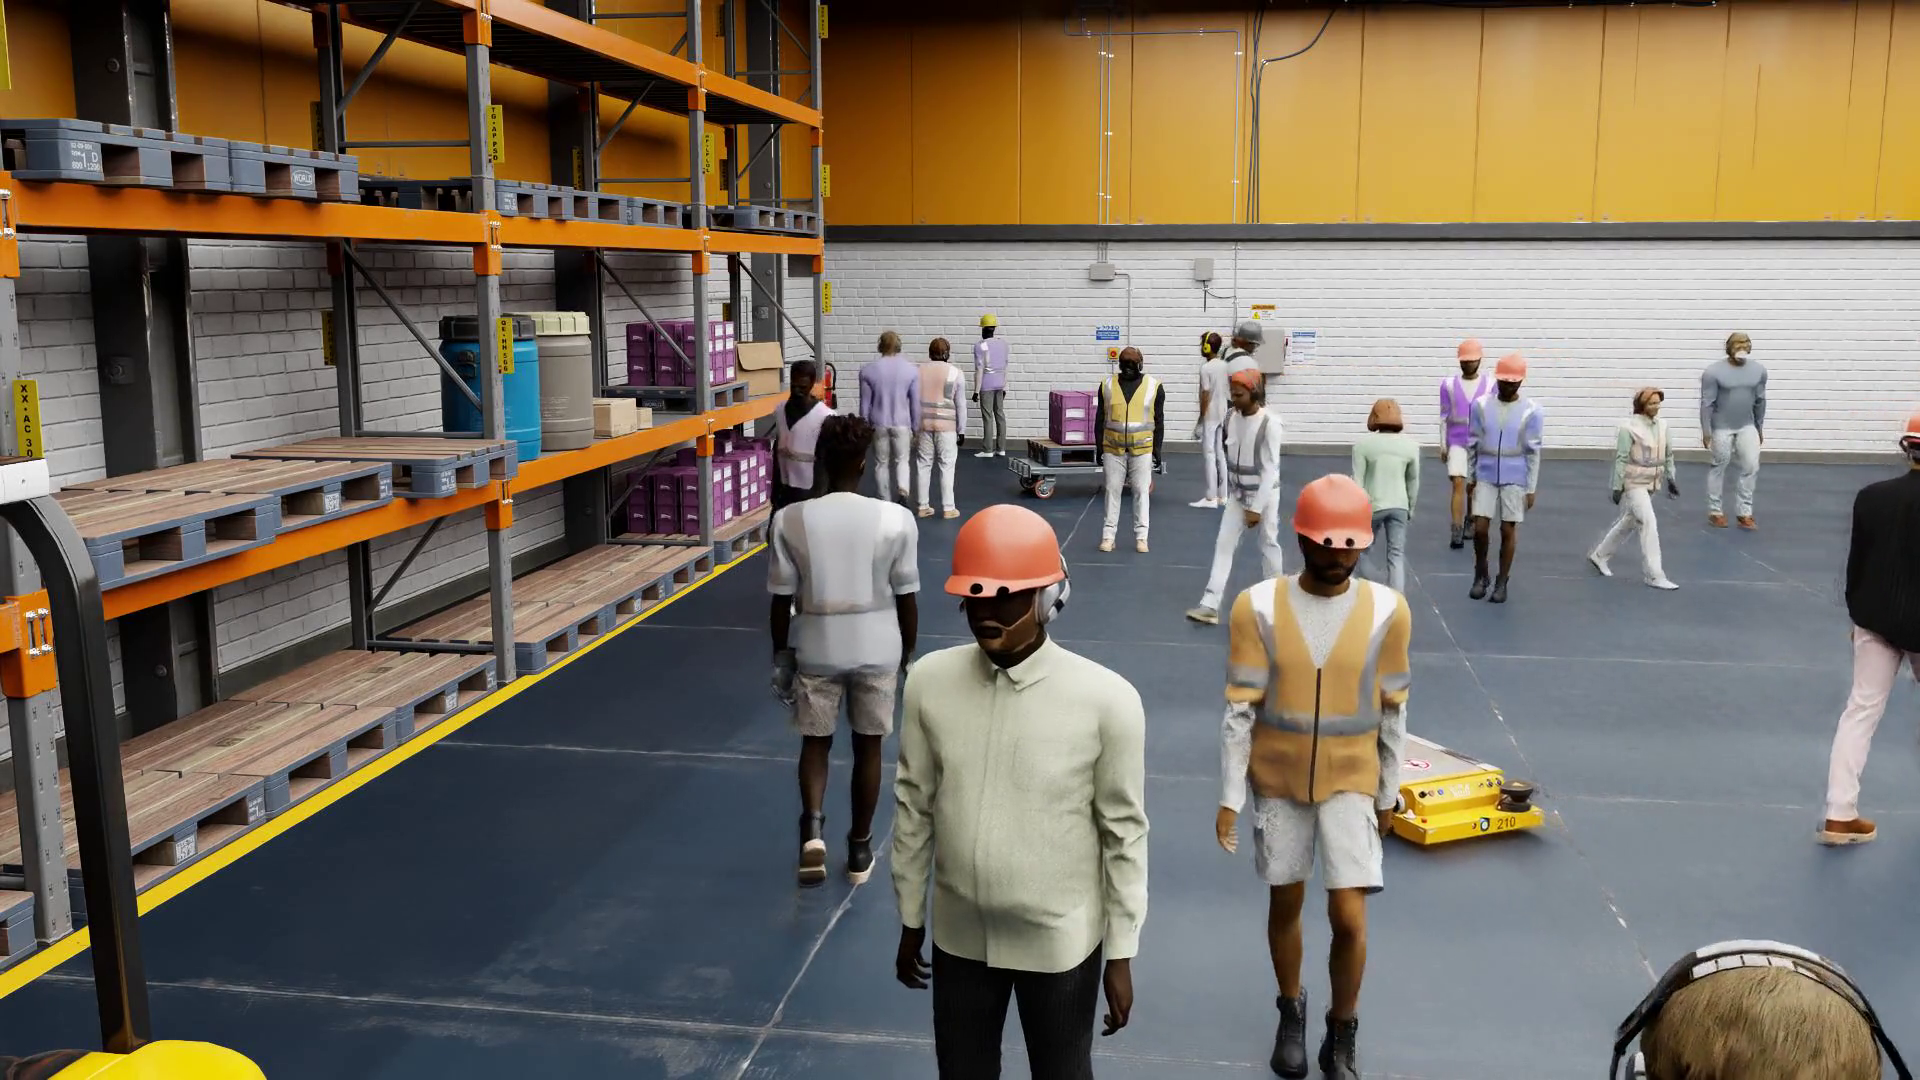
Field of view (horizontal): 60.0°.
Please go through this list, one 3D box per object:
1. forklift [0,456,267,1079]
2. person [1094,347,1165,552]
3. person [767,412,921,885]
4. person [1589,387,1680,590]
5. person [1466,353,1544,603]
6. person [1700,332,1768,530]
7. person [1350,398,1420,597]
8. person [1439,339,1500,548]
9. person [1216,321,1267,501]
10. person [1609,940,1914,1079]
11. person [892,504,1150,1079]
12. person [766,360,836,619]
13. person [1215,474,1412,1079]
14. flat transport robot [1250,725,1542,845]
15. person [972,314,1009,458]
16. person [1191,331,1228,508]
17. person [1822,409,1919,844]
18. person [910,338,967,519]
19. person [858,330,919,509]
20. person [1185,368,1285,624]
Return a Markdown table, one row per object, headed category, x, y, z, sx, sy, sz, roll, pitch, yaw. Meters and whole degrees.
| category | x | y | z | sx | sy | sz | roll | pitch | yaw |
| --- | --- | --- | --- | --- | --- | --- | --- | --- | --- |
| forklift | -2.328 | 0.975 | 2.765 | 2.313 | 2.155 | 1.214 | 1 | 9 | 9 |
| person | 1.502 | -0.801 | 14.826 | 0.621 | 1.837 | 0.429 | 2 | 9 | 11 |
| person | -0.464 | 0.462 | 6.688 | 0.613 | 1.944 | 0.572 | 0 | 9 | 1 |
| person | 5.420 | -0.446 | 13.346 | 0.510 | 1.601 | 0.860 | -6 | 11 | -34 |
| person | 4.062 | -0.453 | 12.473 | 0.552 | 1.903 | 0.529 | 5 | 10 | 27 |
| person | 7.485 | -1.042 | 16.046 | 0.666 | 1.912 | 0.748 | 0 | 9 | 1 |
| person | 3.000 | -0.206 | 11.861 | 0.528 | 1.596 | 0.731 | -1 | 9 | -4 |
| person | 4.657 | -0.885 | 15.197 | 0.563 | 1.884 | 0.992 | 3 | 10 | 16 |
| person | 3.004 | -1.385 | 17.789 | 0.750 | 2.000 | 0.759 | -2 | 9 | -10 |
| person | 0.691 | 1.292 | 1.600 | 0.635 | 1.936 | 0.355 | 2 | 9 | 14 |
| person | 0.118 | 0.901 | 3.827 | 0.617 | 1.993 | 0.396 | 4 | 10 | 25 |
| person | -1.113 | -0.361 | 11.957 | 0.661 | 1.882 | 0.458 | 9 | 13 | 43 |
| person | 1.060 | 0.750 | 5.013 | 0.564 | 1.910 | 0.651 | 2 | 9 | 12 |
| flat transport robot | 2.006 | 1.099 | 7.911 | 0.652 | 0.197 | 1.431 | -4 | 10 | -24 |
| person | 0.398 | -2.057 | 22.280 | 0.585 | 1.928 | 0.379 | -8 | 12 | -40 |
| person | 2.666 | -1.268 | 17.603 | 0.316 | 1.870 | 0.532 | 8 | 12 | 40 |
| person | 4.201 | 0.364 | 7.320 | 1.014 | 1.940 | 0.637 | -5 | 11 | -31 |
| person | -0.218 | -1.131 | 16.881 | 0.619 | 1.836 | 0.431 | 3 | 10 | 19 |
| person | -0.704 | -1.153 | 16.759 | 0.634 | 1.920 | 0.599 | -1 | 9 | -5 |
| person | 1.992 | -0.289 | 11.664 | 0.944 | 1.824 | 0.621 | -7 | 12 | -37 |
